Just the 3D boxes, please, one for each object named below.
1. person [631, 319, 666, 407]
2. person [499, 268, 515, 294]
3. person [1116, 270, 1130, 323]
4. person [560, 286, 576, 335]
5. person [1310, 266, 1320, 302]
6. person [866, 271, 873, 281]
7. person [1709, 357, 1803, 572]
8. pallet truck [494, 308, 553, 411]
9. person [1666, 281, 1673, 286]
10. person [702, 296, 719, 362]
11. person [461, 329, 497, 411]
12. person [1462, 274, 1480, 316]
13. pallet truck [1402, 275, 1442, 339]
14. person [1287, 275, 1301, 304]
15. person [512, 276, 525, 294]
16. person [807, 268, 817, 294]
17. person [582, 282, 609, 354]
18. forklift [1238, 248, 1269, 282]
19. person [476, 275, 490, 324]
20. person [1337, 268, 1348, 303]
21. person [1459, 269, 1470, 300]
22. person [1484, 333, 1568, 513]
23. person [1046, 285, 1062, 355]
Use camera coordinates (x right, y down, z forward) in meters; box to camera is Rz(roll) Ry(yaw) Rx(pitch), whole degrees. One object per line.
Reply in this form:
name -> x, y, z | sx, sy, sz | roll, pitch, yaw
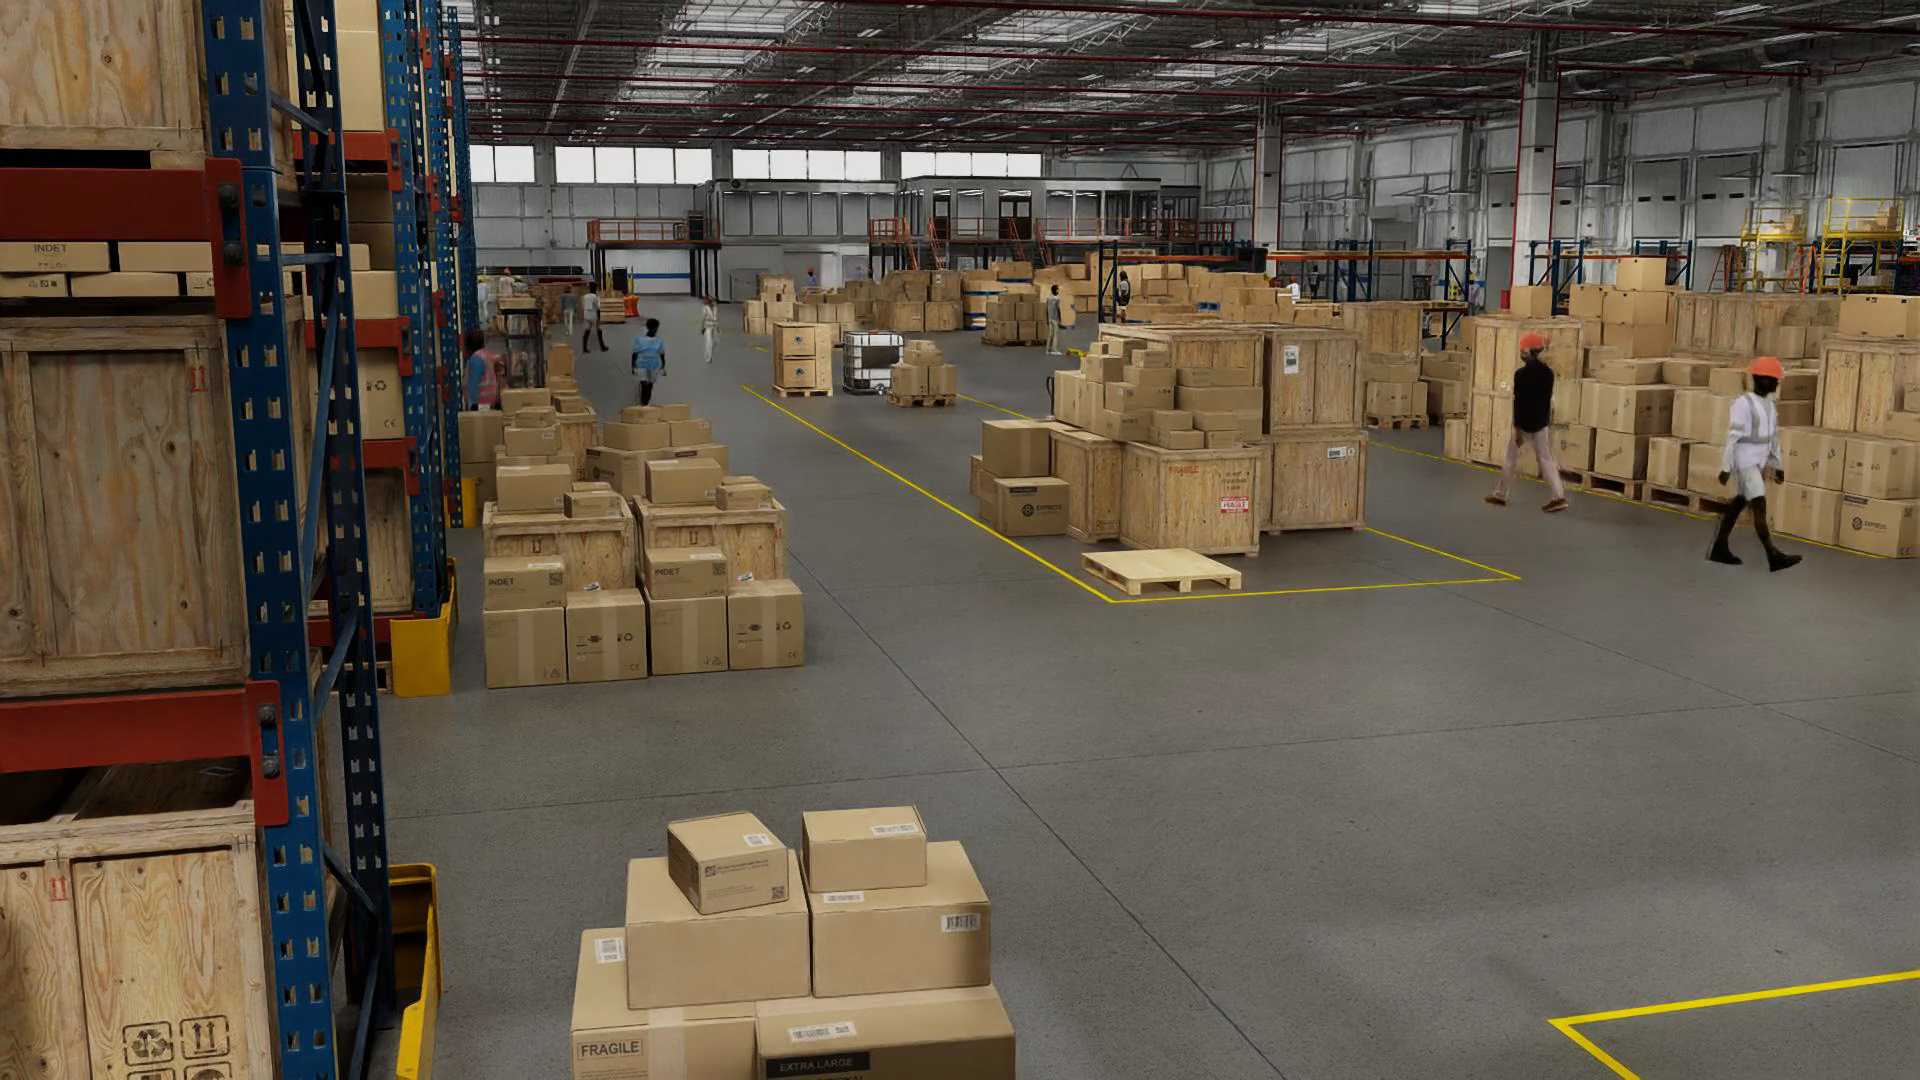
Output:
person -> -5.258, -2.917, 28.137 | 0.554, 1.647, 0.664 | -6, 12, -30
person -> -18.481, -10.093, 67.874 | 0.634, 1.978, 0.667 | -1, 10, -8
person -> 5.667, -8.407, 58.154 | 0.539, 2.000, 0.689 | 4, 11, 19
person -> -12.760, -7.481, 54.196 | 0.505, 1.589, 0.866 | -2, 10, -14
person -> 17.702, -12.738, 83.067 | 0.391, 1.911, 0.586 | -8, 13, -39
person -> -3.871, -10.418, 70.109 | 0.947, 1.851, 0.588 | 3, 11, 19
person -> 7.137, -0.667, 14.751 | 0.566, 1.888, 0.959 | -8, 13, -37
pallet truck -> -6.242, -2.418, 24.362 | 0.823, 1.965, 1.885 | 1, 10, 3
person -> 22.353, -7.286, 52.505 | 0.638, 1.808, 0.925 | 4, 11, 23
person -> -6.245, -5.270, 41.544 | 0.359, 1.624, 0.577 | 7, 12, 33
person -> -6.076, -1.780, 21.240 | 0.619, 1.827, 0.645 | -1, 10, -8
person -> 18.164, -8.502, 59.145 | 0.622, 1.883, 0.585 | 2, 10, 10
pallet truck -> 14.620, -7.324, 52.145 | 0.823, 1.965, 1.885 | 8, 13, 40
person -> 11.335, -8.071, 56.688 | 0.573, 1.887, 0.355 | -6, 12, -30
person -> -17.795, -9.801, 67.041 | 0.496, 1.689, 0.913 | -4, 11, -22
person -> -6.538, -11.018, 73.245 | 0.375, 1.934, 0.547 | -8, 13, -39
person -> -9.850, -5.951, 44.616 | 0.629, 1.916, 0.999 | 4, 11, 22
forklift -> 6.693, -5.290, 38.126 | 1.873, 2.768, 1.129 | -3, 10, -15
person -> -17.700, -8.898, 61.577 | 0.606, 1.811, 0.568 | -5, 11, -26
person -> 16.792, -10.934, 72.783 | 0.558, 1.934, 0.620 | -8, 13, -38
person -> 22.446, -11.106, 73.976 | 0.545, 1.852, 0.405 | -4, 11, -22
person -> 6.207, -1.269, 18.015 | 0.629, 1.947, 1.046 | -5, 11, -28
person -> 2.487, -5.831, 44.101 | 0.316, 1.859, 0.526 | -9, 13, -41
